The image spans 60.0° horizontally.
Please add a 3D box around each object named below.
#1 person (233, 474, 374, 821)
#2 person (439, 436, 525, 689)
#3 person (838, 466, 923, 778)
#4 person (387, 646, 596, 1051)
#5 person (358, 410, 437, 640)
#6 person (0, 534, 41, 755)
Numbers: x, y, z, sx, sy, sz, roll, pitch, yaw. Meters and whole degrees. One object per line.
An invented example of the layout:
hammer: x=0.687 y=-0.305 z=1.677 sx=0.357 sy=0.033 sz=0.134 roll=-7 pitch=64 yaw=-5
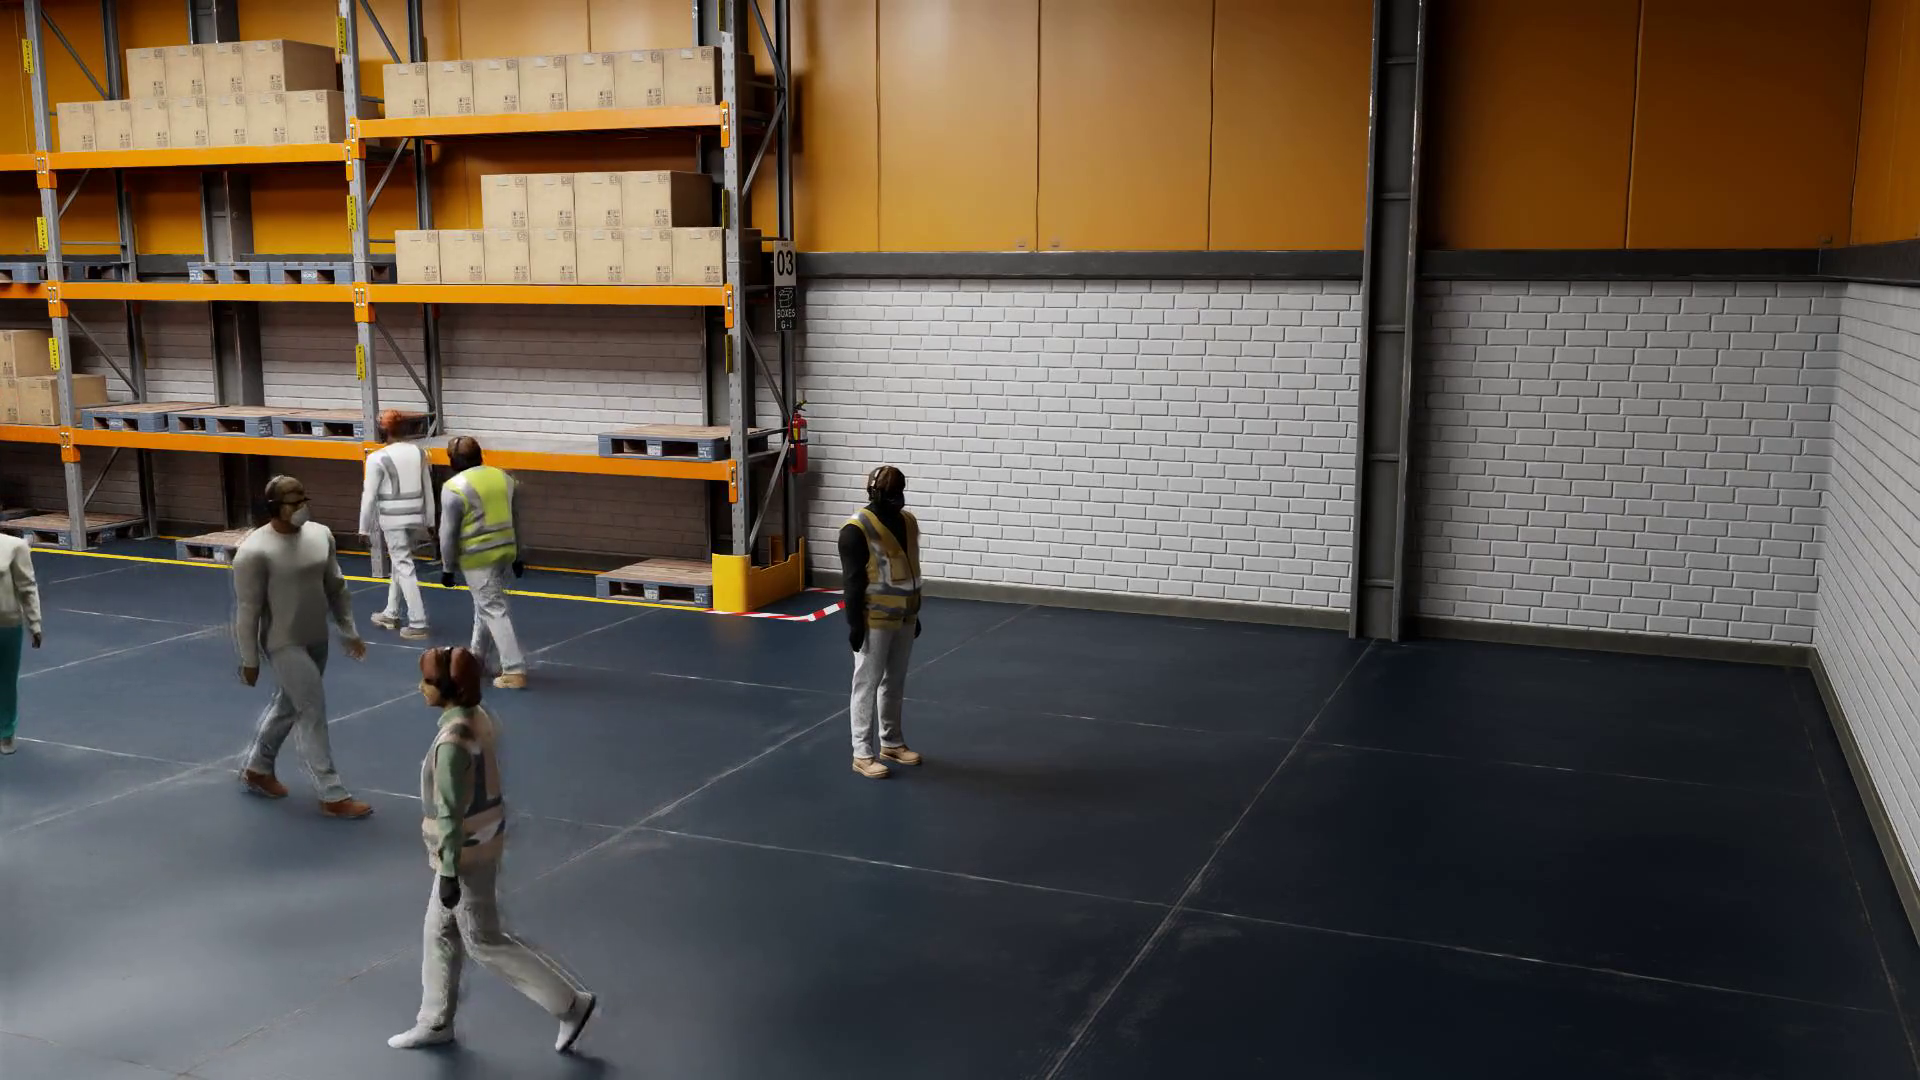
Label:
person: x=-3.687 y=0.568 z=9.175 sx=1.001 sy=1.896 sz=0.634 roll=3 pitch=10 yaw=19
person: x=-3.450 y=0.156 z=11.924 sx=0.884 sy=1.796 sz=0.636 roll=5 pitch=10 yaw=26
person: x=-0.437 y=0.472 z=9.887 sx=0.429 sy=1.841 sz=0.634 roll=7 pitch=12 yaw=36
person: x=-1.798 y=1.182 z=6.297 sx=0.750 sy=1.616 sz=0.526 roll=-1 pitch=9 yaw=-8
person: x=-4.638 y=-0.130 z=13.480 sx=0.853 sy=1.852 sz=0.612 roll=5 pitch=11 yaw=29
person: x=-5.817 y=0.517 z=9.971 sx=0.538 sy=1.712 sz=0.899 roll=-6 pitch=11 yaw=-31
